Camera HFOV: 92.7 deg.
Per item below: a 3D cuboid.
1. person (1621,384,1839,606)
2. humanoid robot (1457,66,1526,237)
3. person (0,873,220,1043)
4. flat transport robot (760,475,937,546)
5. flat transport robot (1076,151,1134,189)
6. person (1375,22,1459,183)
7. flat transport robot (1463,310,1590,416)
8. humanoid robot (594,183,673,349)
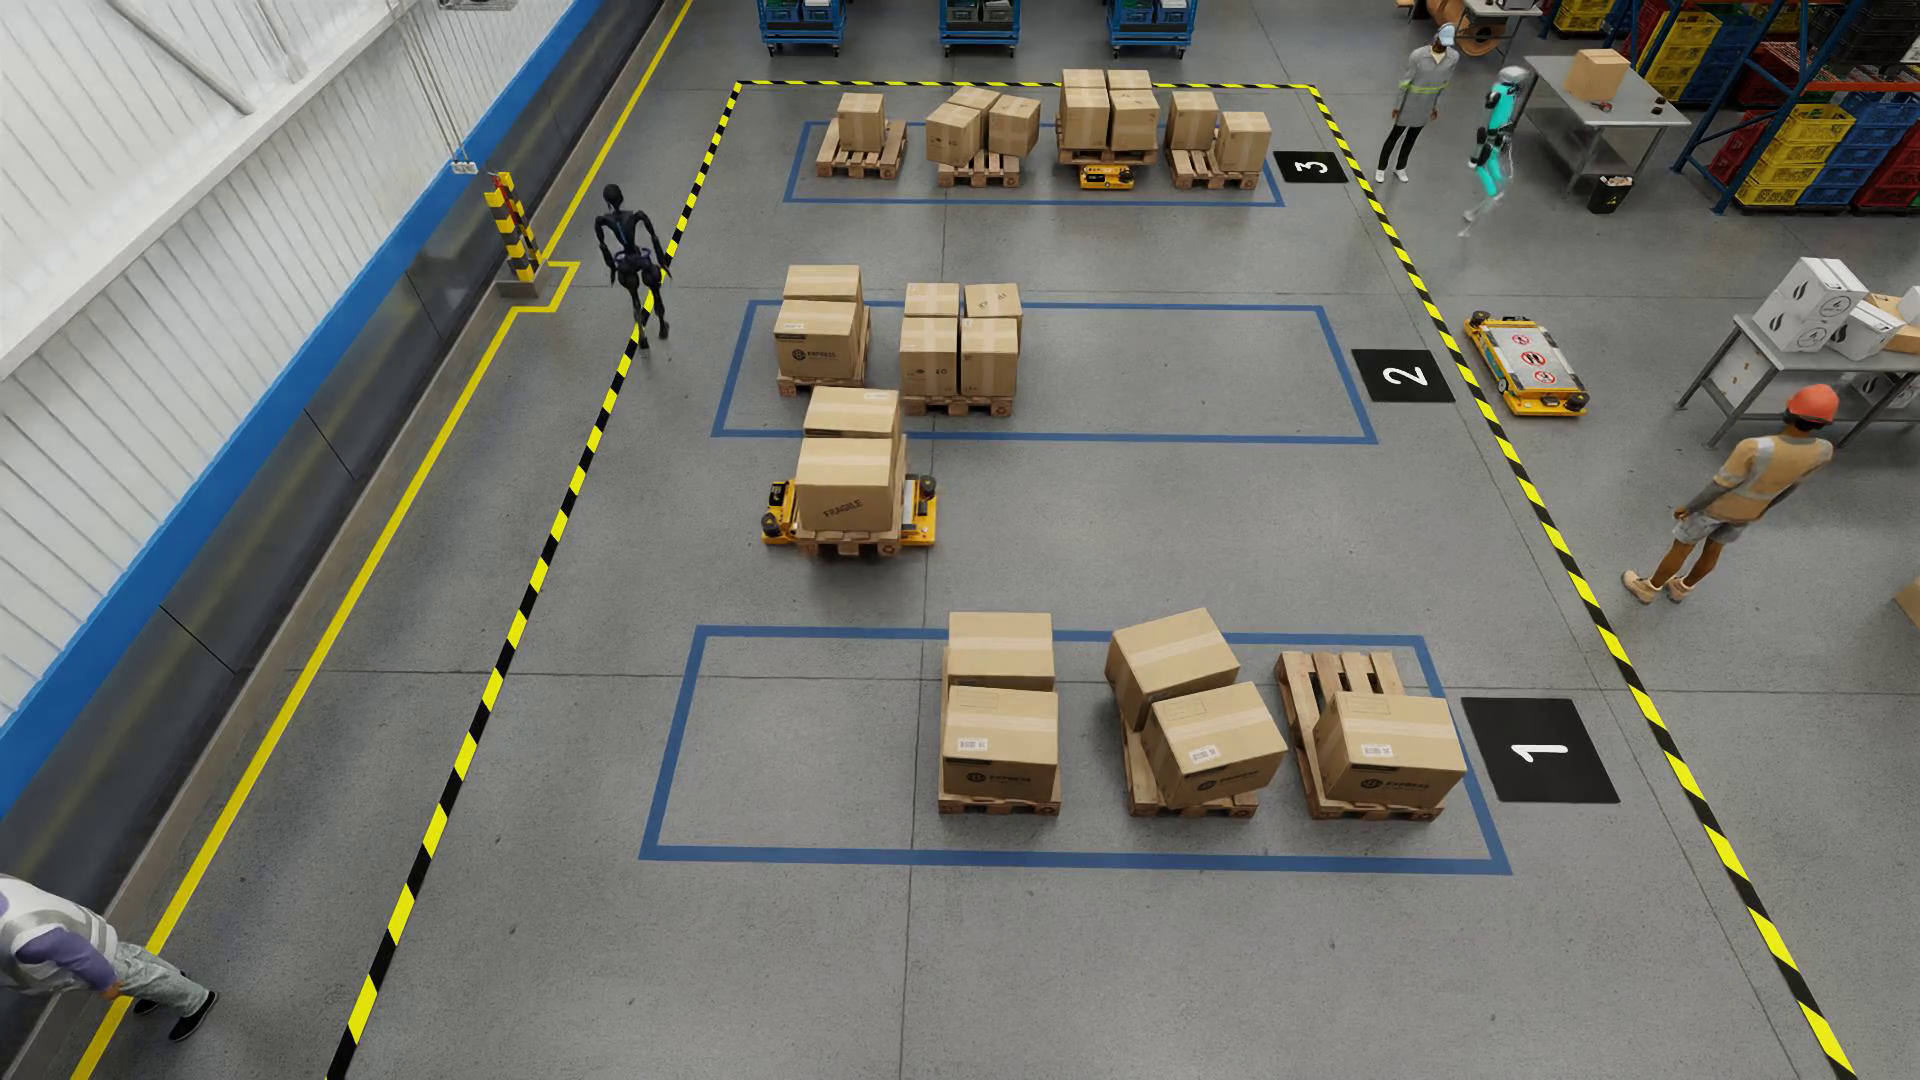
[{"bbox_3d":[5.530,-0.274,6.600,0.612,2.039,0.385,0,49,0],"label":"person"},{"bbox_3d":[6.042,-4.270,10.255,0.539,1.768,0.779,-32,56,-25],"label":"humanoid robot"},{"bbox_3d":[-4.520,2.128,4.663,0.586,1.822,0.404,23,53,19],"label":"person"},{"bbox_3d":[-0.922,-0.267,7.746,1.431,0.197,0.652,1,49,1],"label":"flat transport robot"},{"bbox_3d":[1.845,-4.982,11.827,0.652,0.197,1.431,1,49,1],"label":"flat transport robot"},{"bbox_3d":[5.499,-5.220,11.005,0.588,1.851,0.386,-1,49,-1],"label":"person"},{"bbox_3d":[5.573,-1.757,9.054,0.659,0.231,1.431,1,49,1],"label":"flat transport robot"},{"bbox_3d":[-3.127,-2.600,8.848,0.600,1.642,0.506,-7,49,-6],"label":"humanoid robot"}]
